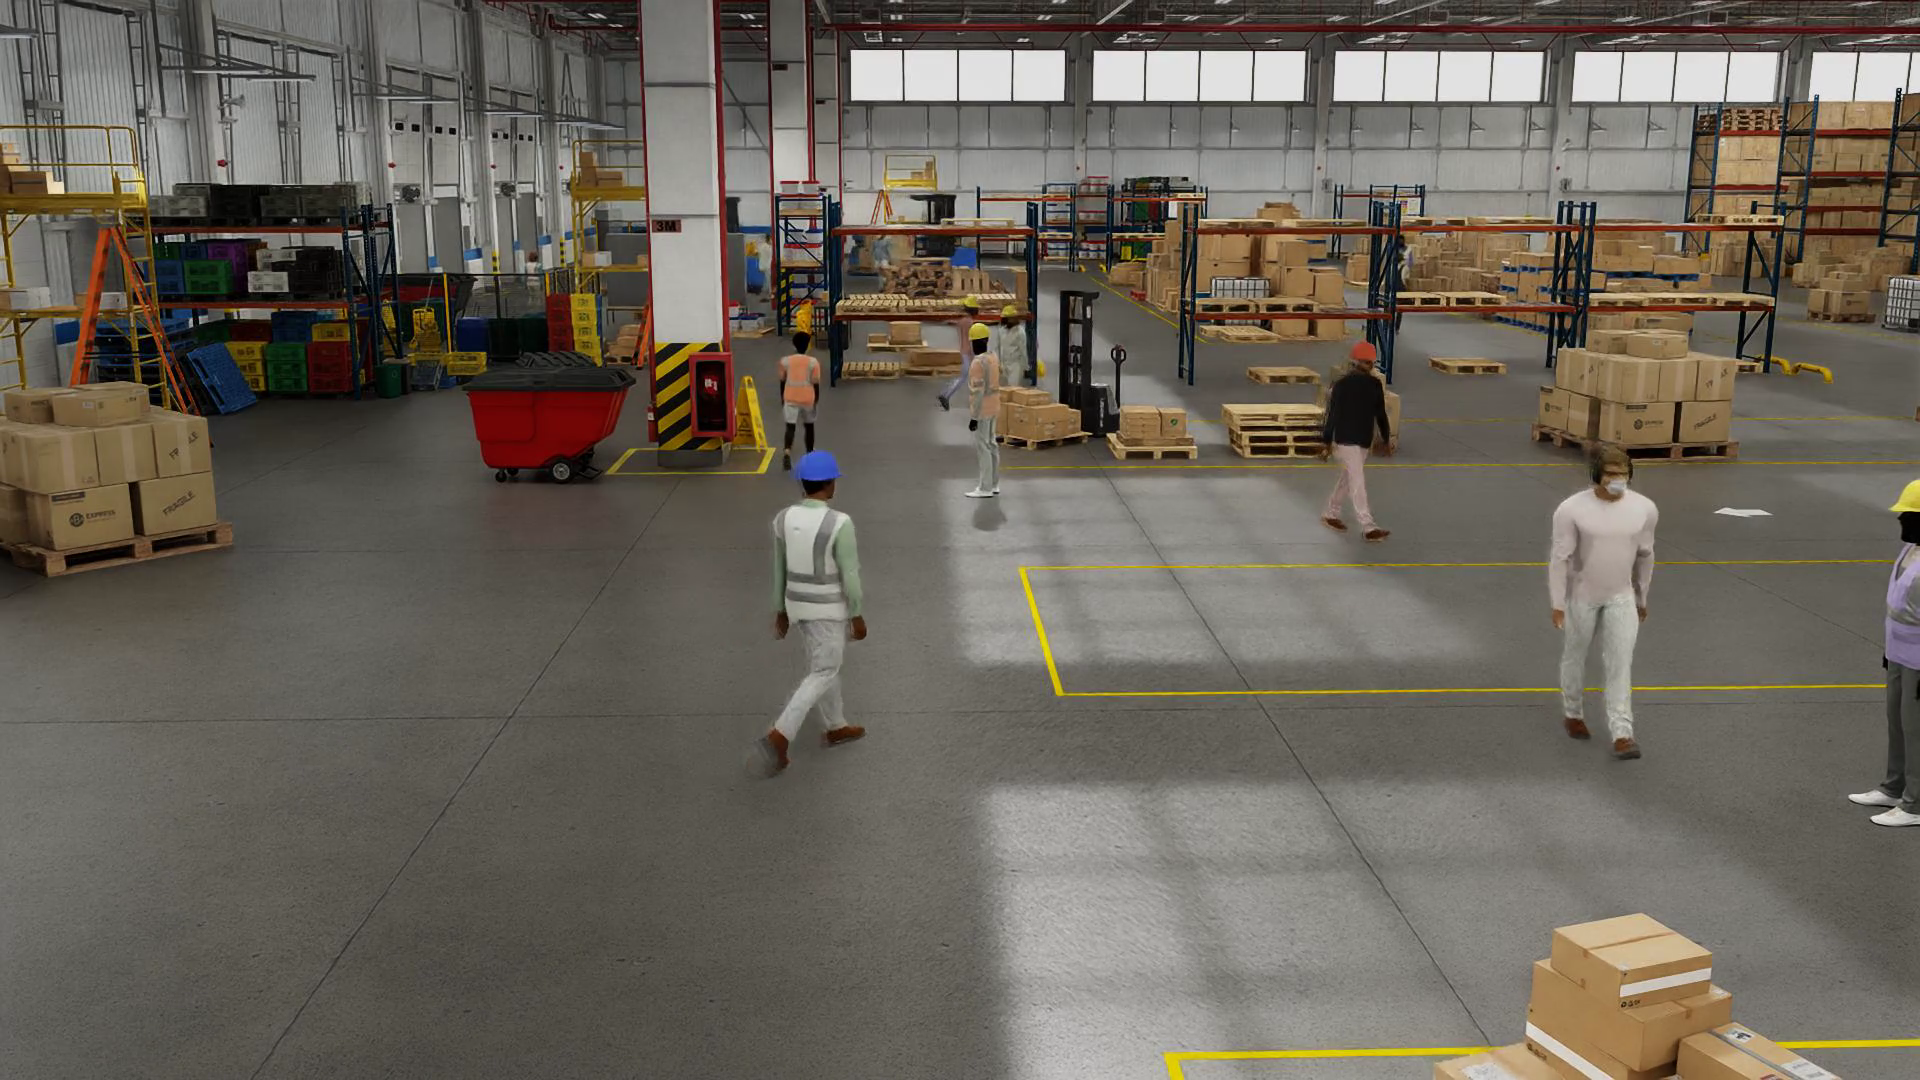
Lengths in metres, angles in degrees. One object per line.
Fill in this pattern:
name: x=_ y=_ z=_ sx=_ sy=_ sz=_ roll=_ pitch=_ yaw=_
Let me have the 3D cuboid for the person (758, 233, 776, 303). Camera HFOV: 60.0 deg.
person: x=-5.135 y=-7.420 z=45.462 sx=0.991 sy=1.889 sz=0.672 roll=6 pitch=14 yaw=25

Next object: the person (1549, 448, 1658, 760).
person: x=3.941 y=0.396 z=10.171 sx=0.660 sy=1.893 sz=0.974 roll=1 pitch=13 yaw=4

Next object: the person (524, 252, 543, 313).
person: x=-10.391 y=-6.202 z=40.570 sx=0.534 sy=1.630 sz=0.317 roll=5 pitch=14 yaw=23

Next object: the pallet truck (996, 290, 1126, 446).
pallet truck: x=1.257 y=-2.299 z=22.111 sx=1.885 sy=1.965 sz=0.823 roll=-9 pitch=15 yaw=-35

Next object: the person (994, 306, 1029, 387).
person: x=0.686 y=-2.444 z=23.456 sx=0.508 sy=1.691 sz=0.907 roll=11 pitch=16 yaw=40

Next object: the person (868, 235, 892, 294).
person: x=-2.382 y=-8.215 z=49.063 sx=0.656 sy=1.894 sz=0.984 roll=5 pitch=13 yaw=22

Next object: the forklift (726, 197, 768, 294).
forklift: x=-6.625 y=-8.602 z=48.560 sx=1.873 sy=2.768 sz=1.129 roll=0 pitch=12 yaw=-2

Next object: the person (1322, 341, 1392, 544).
person: x=3.897 y=-0.969 z=16.240 sx=0.661 sy=1.940 sz=1.032 roll=-8 pitch=15 yaw=-32

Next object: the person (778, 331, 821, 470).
person: x=-1.945 y=-1.685 z=20.082 sx=0.536 sy=1.669 sz=0.751 roll=1 pitch=13 yaw=5

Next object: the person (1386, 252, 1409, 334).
person: x=9.723 y=-5.511 z=37.056 sx=0.520 sy=1.798 sz=0.949 roll=2 pitch=13 yaw=11

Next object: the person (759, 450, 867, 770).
person: x=-0.905 y=0.416 z=10.057 sx=0.606 sy=1.917 sz=0.890 roll=11 pitch=17 yaw=42

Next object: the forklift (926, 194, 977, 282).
forklift: x=-0.474 y=-9.888 z=54.365 sx=1.873 sy=2.768 sz=1.129 roll=-7 pitch=14 yaw=-28

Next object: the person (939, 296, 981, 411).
person: x=0.080 y=-2.786 z=24.905 sx=0.785 sy=1.738 sz=0.531 roll=-2 pitch=13 yaw=-10

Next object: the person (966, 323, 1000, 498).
person: x=0.244 y=-1.424 z=18.327 sx=0.382 sy=1.923 sz=0.591 roll=5 pitch=14 yaw=23

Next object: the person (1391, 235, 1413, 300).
person: x=12.016 y=-7.376 z=45.379 sx=0.589 sy=1.868 sz=1.024 roll=-1 pitch=13 yaw=-7

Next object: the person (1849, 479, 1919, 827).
person: x=5.202 y=0.617 z=9.105 sx=0.373 sy=1.925 sz=0.595 roll=2 pitch=13 yaw=10
